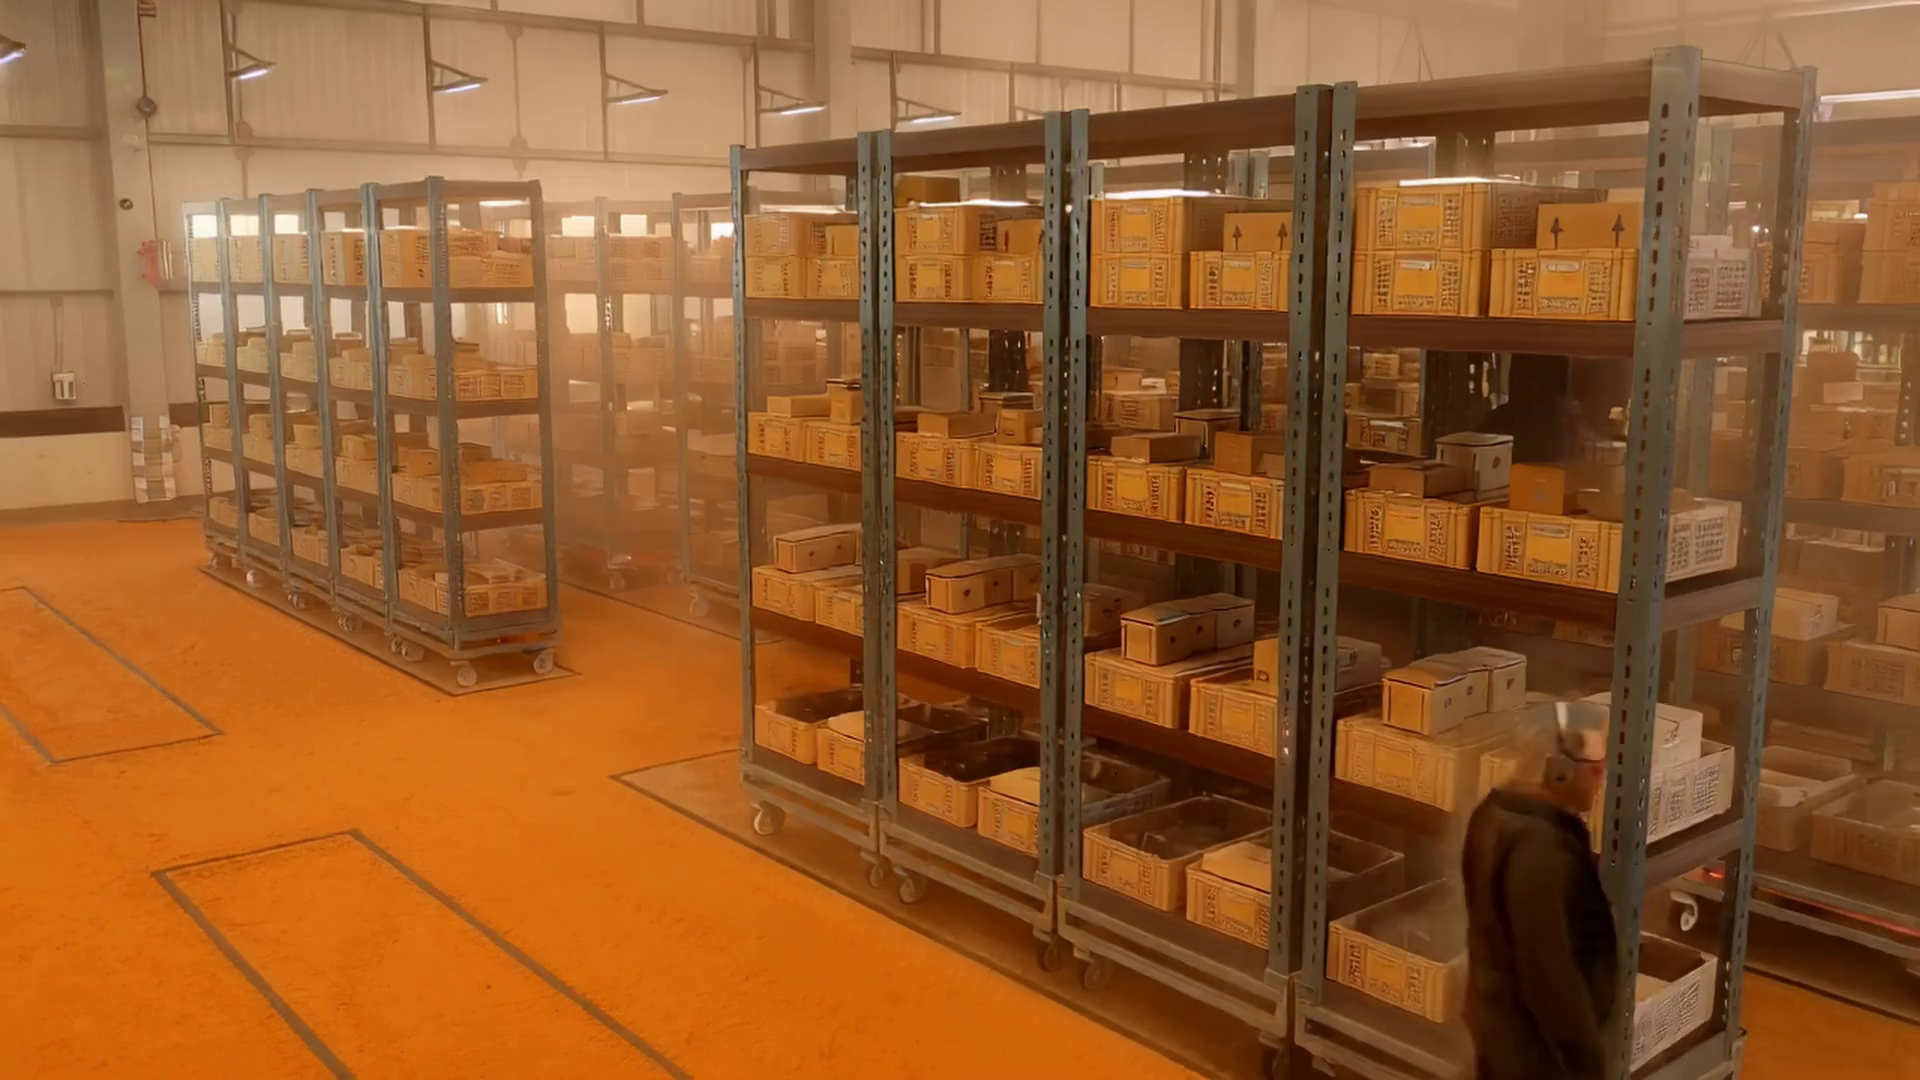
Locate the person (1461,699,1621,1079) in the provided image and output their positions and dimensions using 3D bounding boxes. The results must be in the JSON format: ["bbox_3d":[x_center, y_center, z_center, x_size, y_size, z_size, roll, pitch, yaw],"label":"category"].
[{"bbox_3d":[1.475,1.348,4.513,0.873,1.875,0.652,1,10,8],"label":"person"}]
